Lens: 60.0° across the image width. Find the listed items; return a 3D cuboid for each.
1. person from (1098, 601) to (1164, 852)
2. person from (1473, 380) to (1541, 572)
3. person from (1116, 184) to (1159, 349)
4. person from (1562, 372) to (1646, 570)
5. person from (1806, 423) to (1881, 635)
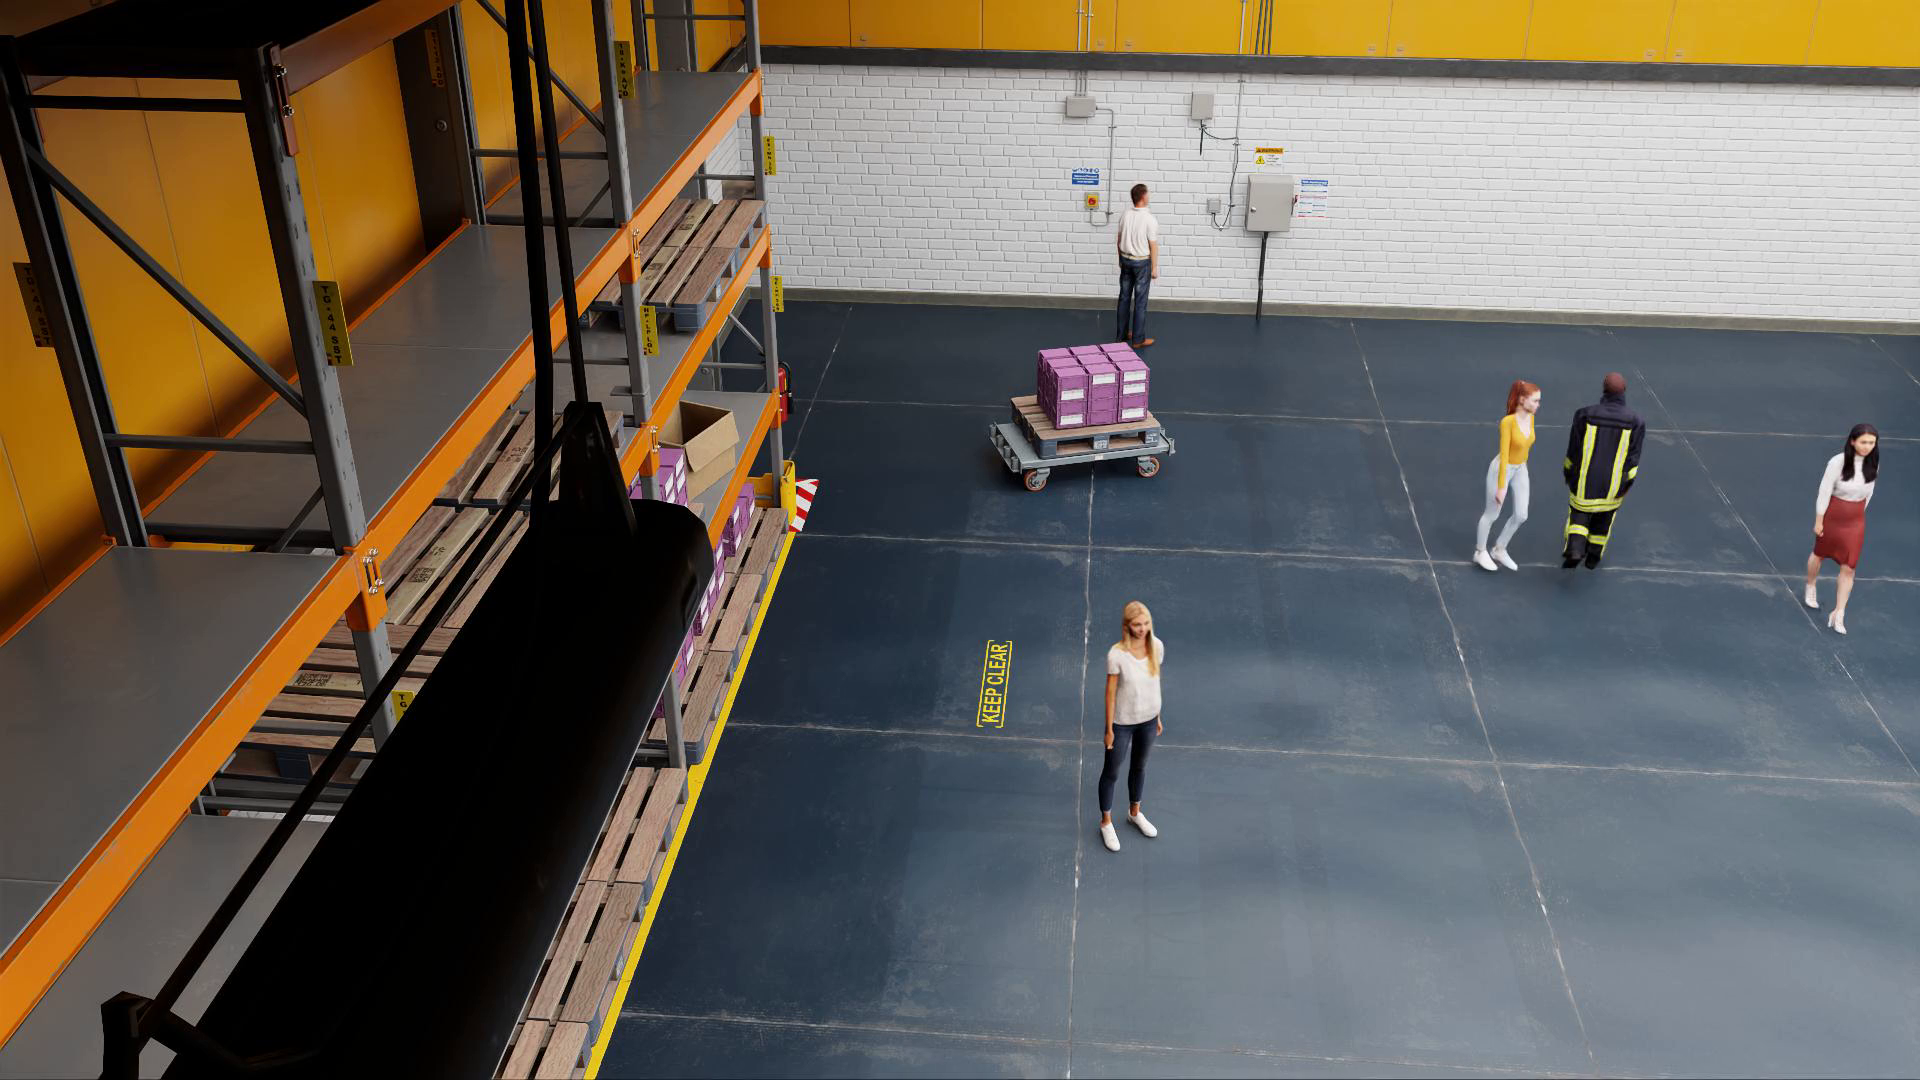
[{"bbox_3d":[1.120,1.196,10.949,0.662,1.809,0.677,-15,32,-25],"label":"person"},{"bbox_3d":[4.622,-0.568,14.259,0.758,1.735,0.789,-13,31,-23],"label":"person"},{"bbox_3d":[1.973,-3.104,18.788,0.745,1.851,0.768,23,36,35],"label":"person"},{"bbox_3d":[5.429,-0.533,14.123,0.899,1.804,1.029,12,31,21],"label":"person"},{"bbox_3d":[7.127,-0.173,13.553,0.622,1.718,0.905,2,29,3],"label":"person"}]
